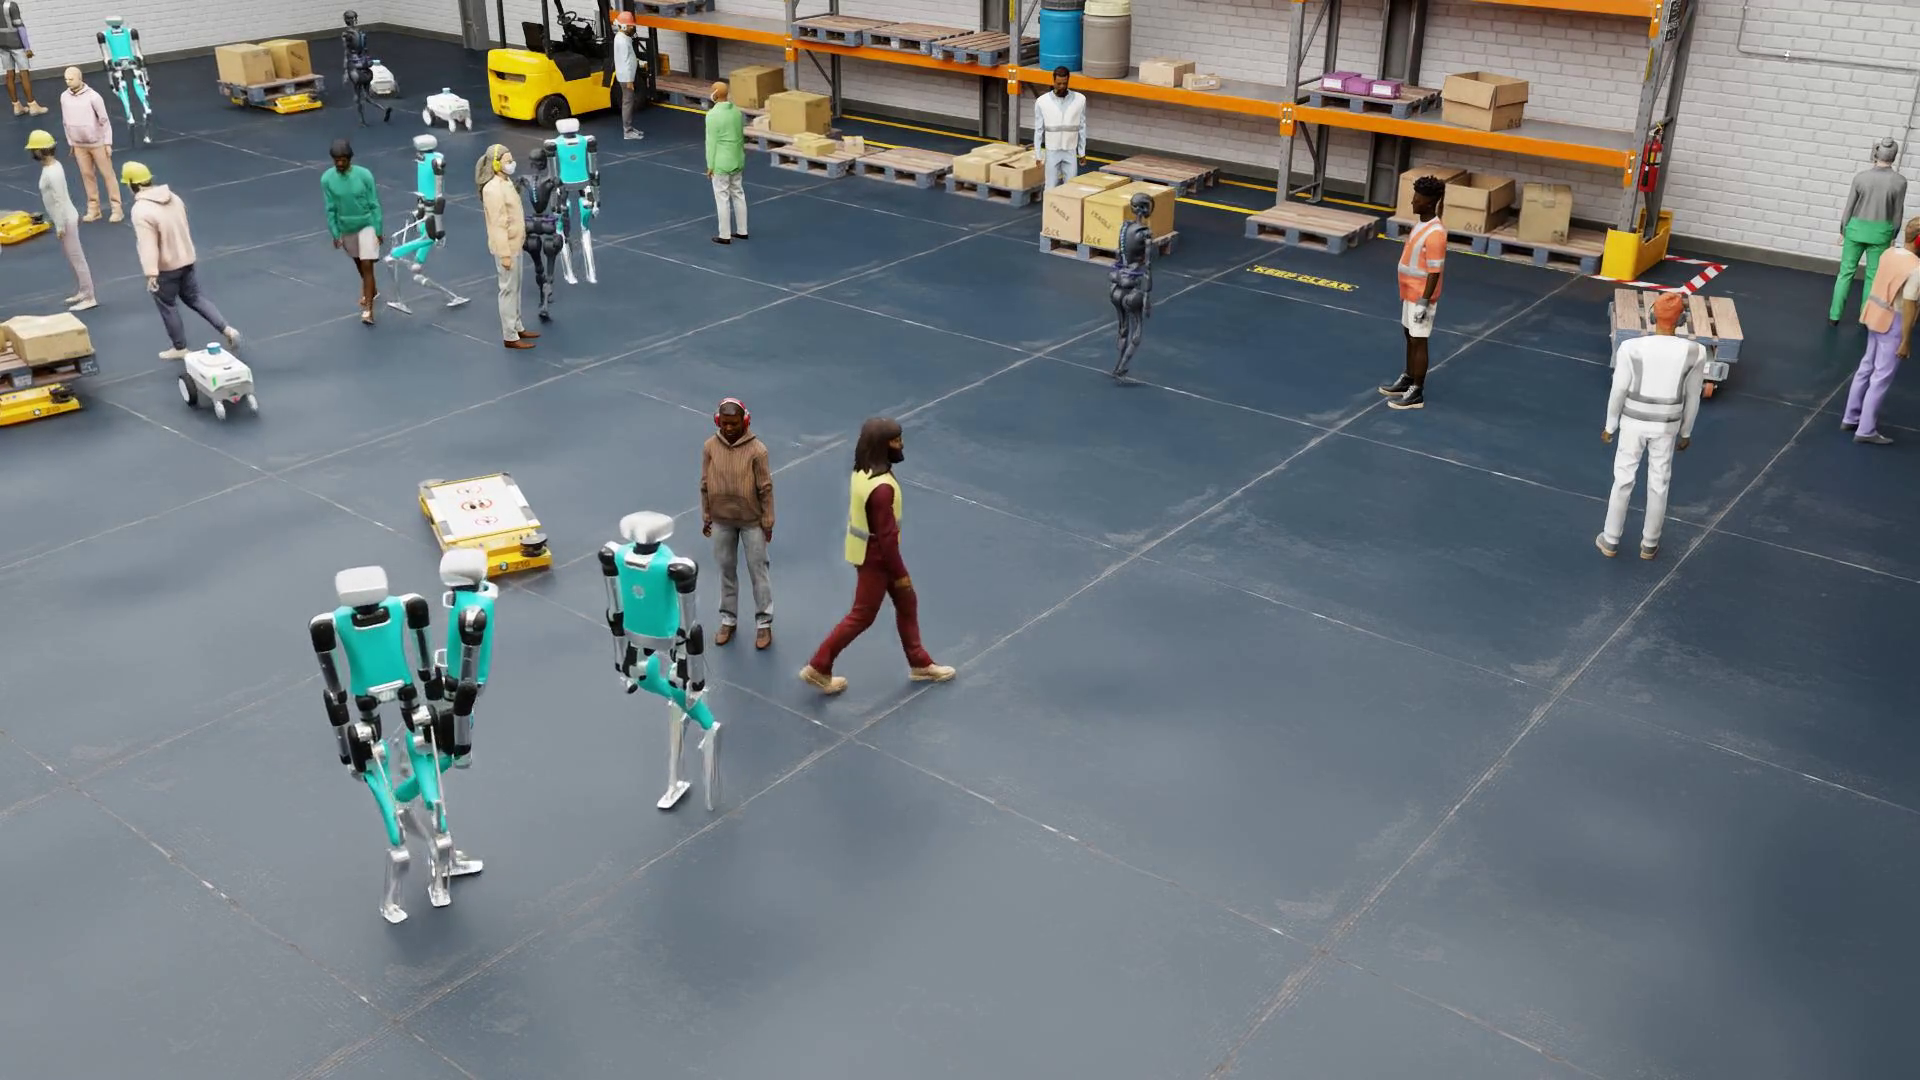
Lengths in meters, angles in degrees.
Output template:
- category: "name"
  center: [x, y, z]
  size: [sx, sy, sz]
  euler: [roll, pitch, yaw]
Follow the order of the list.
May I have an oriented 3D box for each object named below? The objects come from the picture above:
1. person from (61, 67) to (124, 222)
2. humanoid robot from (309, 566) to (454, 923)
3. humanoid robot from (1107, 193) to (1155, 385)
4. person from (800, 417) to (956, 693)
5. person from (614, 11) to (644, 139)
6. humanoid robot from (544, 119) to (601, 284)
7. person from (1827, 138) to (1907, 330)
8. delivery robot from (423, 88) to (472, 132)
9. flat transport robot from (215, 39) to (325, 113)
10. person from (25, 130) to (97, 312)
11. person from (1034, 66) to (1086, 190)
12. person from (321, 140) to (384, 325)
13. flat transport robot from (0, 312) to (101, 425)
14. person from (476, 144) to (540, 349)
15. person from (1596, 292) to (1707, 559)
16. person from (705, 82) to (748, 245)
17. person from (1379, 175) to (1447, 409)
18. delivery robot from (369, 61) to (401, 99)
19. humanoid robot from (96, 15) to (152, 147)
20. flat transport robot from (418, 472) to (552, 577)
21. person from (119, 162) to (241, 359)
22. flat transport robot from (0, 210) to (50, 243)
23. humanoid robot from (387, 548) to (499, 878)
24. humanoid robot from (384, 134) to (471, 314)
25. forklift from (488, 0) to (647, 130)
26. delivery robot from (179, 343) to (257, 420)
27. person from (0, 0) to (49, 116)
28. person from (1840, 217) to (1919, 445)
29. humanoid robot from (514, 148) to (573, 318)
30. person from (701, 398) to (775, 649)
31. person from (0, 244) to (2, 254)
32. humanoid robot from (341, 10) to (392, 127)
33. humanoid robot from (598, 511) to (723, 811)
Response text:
- category: "person"
  center: [-10.107, -4.600, 19.355]
  size: [0.525, 1.782, 0.405]
  euler: [1, 26, 2]
- category: "humanoid robot"
  center: [-2.609, 1.008, 7.759]
  size: [0.536, 1.768, 0.661]
  euler: [-13, 29, -26]
- category: "humanoid robot"
  center: [1.452, -2.196, 14.509]
  size: [0.474, 1.645, 0.619]
  euler: [-11, 28, -21]
- category: "person"
  center: [-0.516, 0.105, 9.678]
  size: [0.908, 1.731, 0.468]
  euler: [-2, 26, -4]
- category: "person"
  center: [-4.670, -6.546, 23.433]
  size: [0.352, 1.742, 0.572]
  euler: [-6, 26, -12]
- category: "humanoid robot"
  center: [-3.992, -3.497, 17.107]
  size: [0.533, 1.747, 0.779]
  euler: [-11, 28, -21]
- category: "person"
  center: [8.635, -2.914, 15.803]
  size: [0.512, 1.838, 0.345]
  euler: [16, 30, 29]
- category: "delivery robot"
  center: [-7.465, -6.274, 24.256]
  size: [0.499, 0.613, 0.811]
  euler: [-23, 34, -39]
- category: "flat transport robot"
  center: [-10.570, -6.806, 25.666]
  size: [1.431, 0.231, 0.659]
  euler: [18, 31, 33]
- category: "person"
  center: [-8.840, -3.137, 16.346]
  size: [0.322, 1.767, 0.532]
  euler: [-12, 28, -24]
- category: "person"
  center: [1.126, -4.381, 18.766]
  size: [0.597, 1.907, 0.410]
  euler: [-5, 26, -10]
- category: "person"
  center: [-5.868, -3.020, 16.139]
  size: [0.514, 1.746, 1.138]
  euler: [-2, 26, -5]
- category: "flat transport robot"
  center: [-8.147, -1.323, 14.311]
  size: [0.659, 0.231, 1.431]
  euler: [-20, 32, -36]
- category: "person"
  center: [-4.185, -2.705, 15.327]
  size: [0.398, 1.875, 0.568]
  euler: [-1, 26, -2]
- category: "person"
  center: [4.678, -0.766, 11.297]
  size: [0.573, 1.886, 0.355]
  euler: [6, 27, 13]
- category: "person"
  center: [-2.603, -4.195, 18.535]
  size: [0.390, 1.778, 0.534]
  euler: [17, 31, 32]
- category: "person"
  center: [3.827, -2.069, 13.905]
  size: [0.368, 1.966, 0.602]
  euler: [1, 26, 2]
- category: "delivery robot"
  center: [-9.169, -7.261, 26.281]
  size: [0.499, 0.595, 0.797]
  euler: [-12, 28, -24]
- category: "humanoid robot"
  center: [-11.360, -6.223, 22.795]
  size: [0.541, 1.797, 0.826]
  euler: [-16, 30, -30]
- category: "flat transport robot"
  center: [-3.398, -0.122, 11.823]
  size: [0.659, 0.231, 1.431]
  euler: [-12, 28, -23]
- category: "person"
  center: [-7.019, -2.483, 14.921]
  size: [0.724, 1.827, 0.802]
  euler: [6, 26, 13]
- category: "flat transport robot"
  center: [-11.275, -3.586, 18.996]
  size: [1.431, 0.231, 0.659]
  euler: [4, 26, 8]
- category: "humanoid robot"
  center: [-2.557, 0.890, 8.043]
  size: [0.781, 1.758, 0.532]
  euler: [-6, 26, -12]
- category: "humanoid robot"
  center: [-5.359, -2.991, 16.131]
  size: [1.037, 1.762, 0.548]
  euler: [-19, 31, -34]
- category: "forklift"
  center: [-5.874, -7.334, 24.552]
  size: [1.214, 2.155, 2.313]
  euler: [19, 32, 34]
- category: "delivery robot"
  center: [-6.265, -1.376, 14.078]
  size: [0.499, 0.583, 0.765]
  euler: [-21, 33, -36]
- category: "person"
  center: [-14.144, -7.383, 24.823]
  size: [0.604, 2.044, 0.374]
  euler: [5, 26, 10]
- category: "person"
  center: [7.375, -1.665, 13.219]
  size: [0.379, 1.836, 0.564]
  euler: [1, 26, 2]
- category: "humanoid robot"
  center: [-4.091, -2.994, 16.212]
  size: [0.608, 1.623, 0.728]
  euler: [2, 26, 4]
- category: "person"
  center: [-1.353, -0.115, 10.225]
  size: [0.463, 1.648, 0.327]
  euler: [5, 26, 10]
- category: "person"
  center: [-9.725, -3.139, 16.189]
  size: [0.516, 1.906, 0.683]
  euler: [1, 26, 2]
- category: "humanoid robot"
  center: [-8.632, -6.805, 24.060]
  size: [0.576, 1.640, 0.592]
  euler: [6, 27, 13]
- category: "humanoid robot"
  center: [-1.456, 0.618, 8.625]
  size: [0.538, 1.816, 0.667]
  euler: [10, 28, 20]
